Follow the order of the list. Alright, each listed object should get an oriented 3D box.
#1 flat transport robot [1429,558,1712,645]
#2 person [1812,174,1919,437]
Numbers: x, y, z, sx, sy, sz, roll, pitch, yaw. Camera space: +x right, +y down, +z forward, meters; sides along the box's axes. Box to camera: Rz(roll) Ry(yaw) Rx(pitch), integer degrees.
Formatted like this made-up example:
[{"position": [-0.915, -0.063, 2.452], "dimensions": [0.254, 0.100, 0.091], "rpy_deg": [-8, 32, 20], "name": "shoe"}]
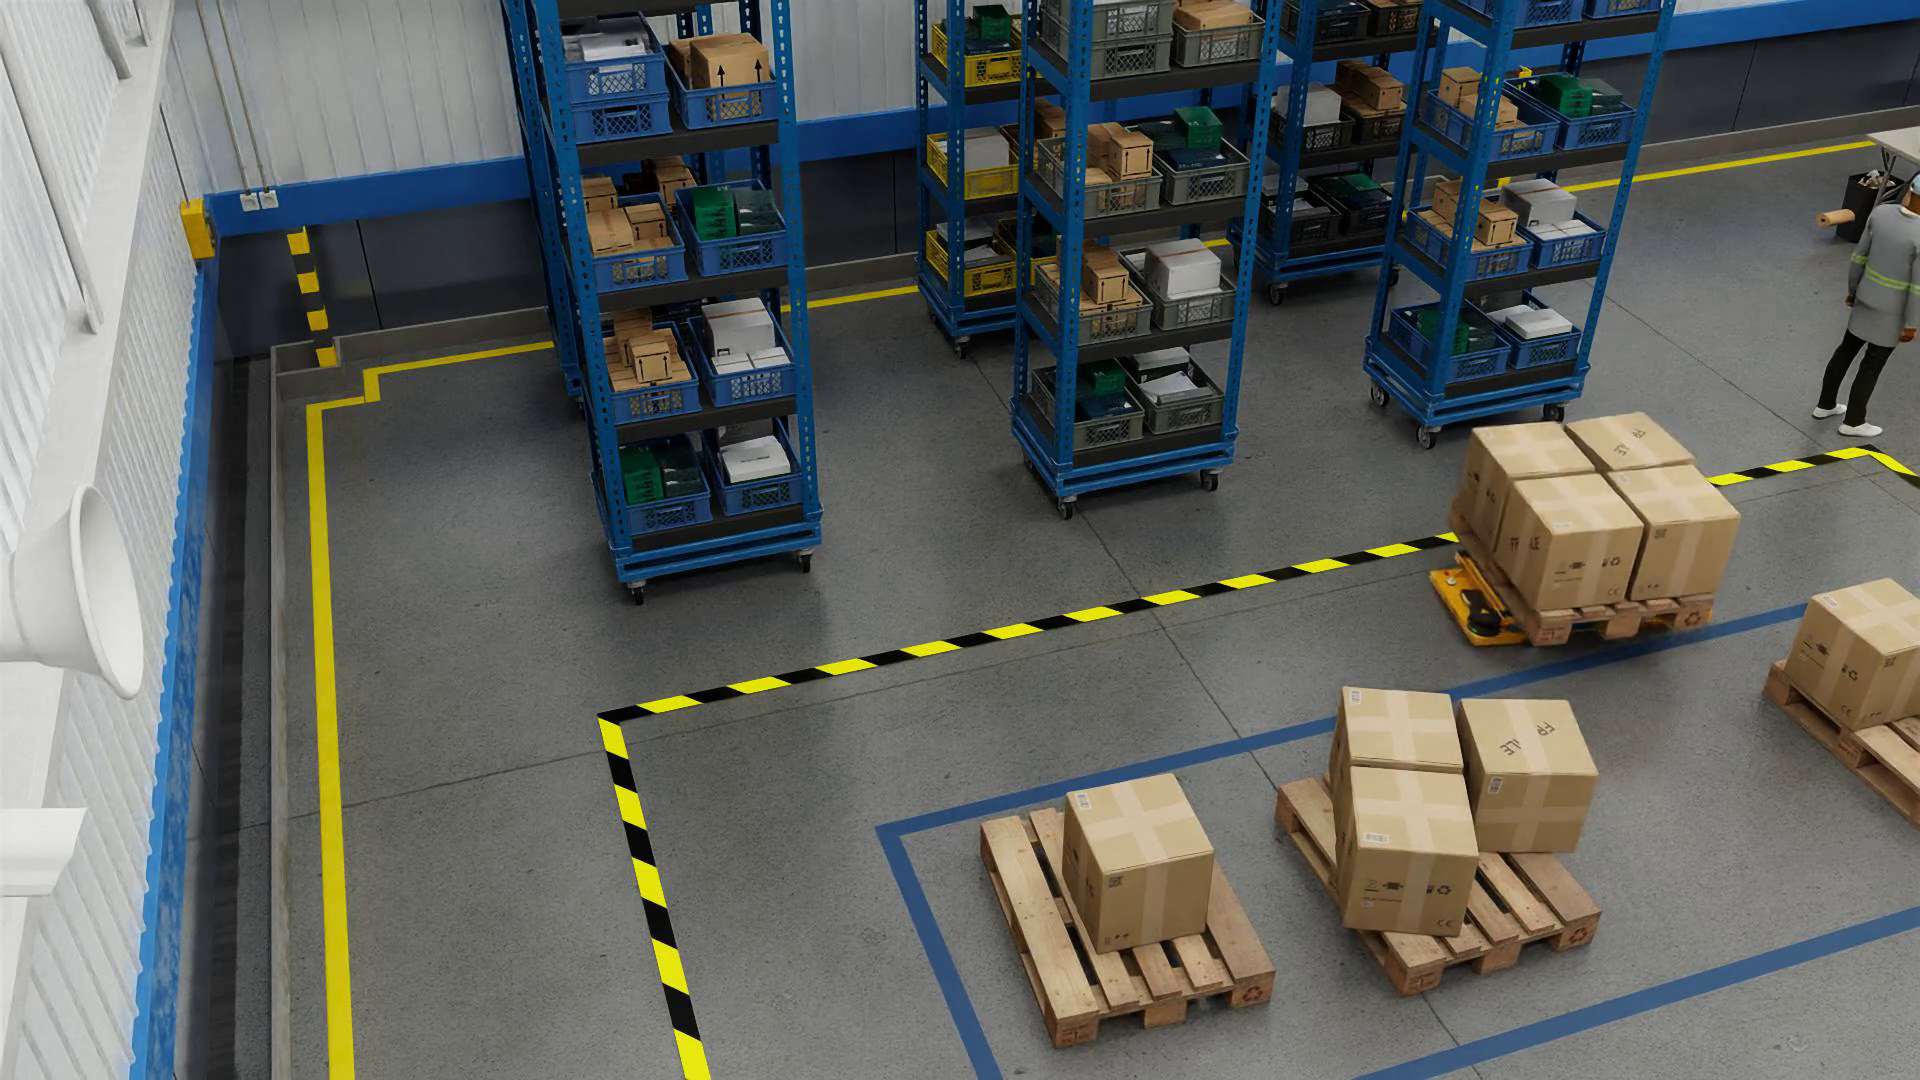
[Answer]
[{"position": [3.532, 0.275, 9.641], "dimensions": [1.431, 0.197, 0.652], "rpy_deg": [-5, 36, -8], "name": "flat transport robot"}, {"position": [6.064, -1.551, 10.881], "dimensions": [0.385, 1.849, 0.596], "rpy_deg": [-10, 36, -14], "name": "person"}]
